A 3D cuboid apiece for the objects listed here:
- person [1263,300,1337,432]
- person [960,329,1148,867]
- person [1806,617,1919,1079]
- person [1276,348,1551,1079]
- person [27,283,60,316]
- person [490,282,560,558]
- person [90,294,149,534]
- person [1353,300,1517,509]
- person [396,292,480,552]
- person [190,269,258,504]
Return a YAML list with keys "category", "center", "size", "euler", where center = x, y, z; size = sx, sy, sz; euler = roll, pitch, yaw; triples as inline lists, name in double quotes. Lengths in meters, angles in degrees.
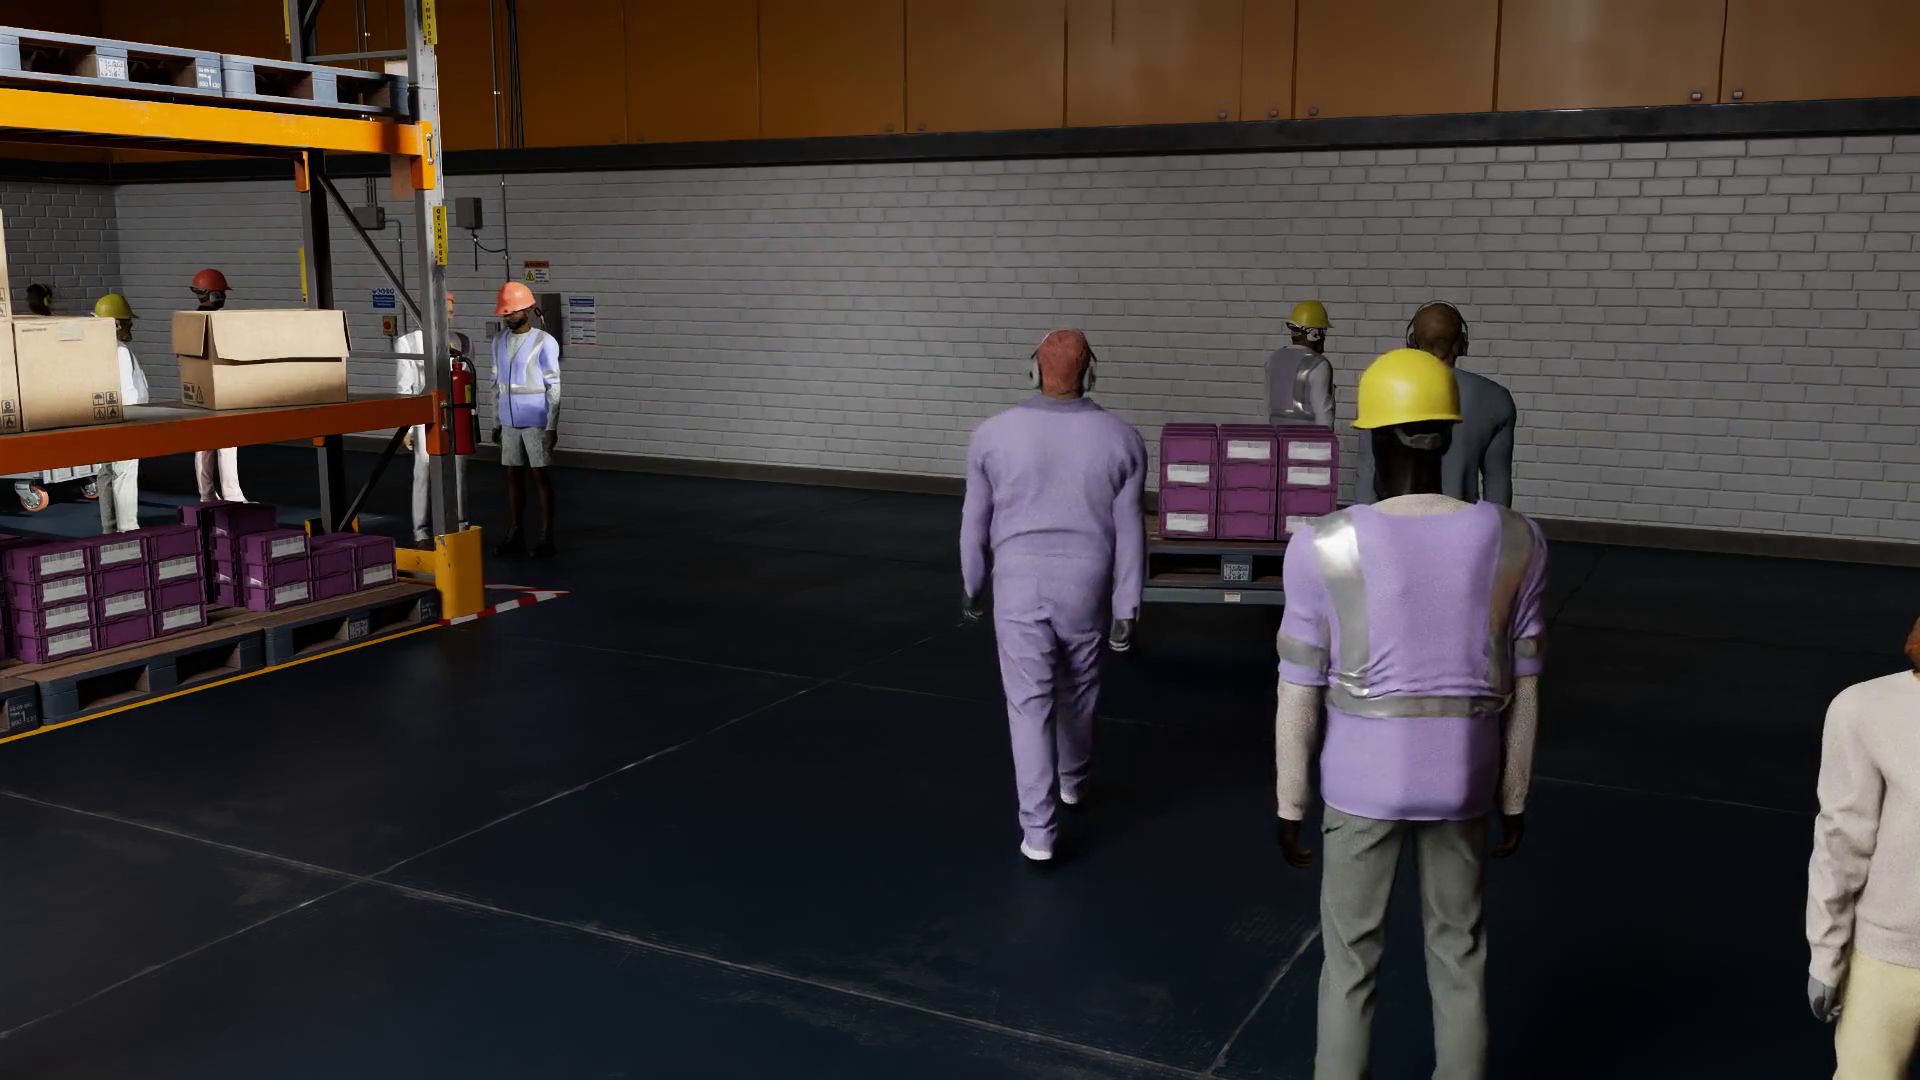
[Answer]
- category: "person"
  center: [2.175, -0.603, 10.569]
  size: [0.404, 1.830, 0.601]
  euler: [-5, 11, -26]
- category: "person"
  center: [0.331, 0.176, 6.007]
  size: [0.652, 1.854, 0.991]
  euler: [0, 10, 1]
- category: "person"
  center: [1.834, 0.796, 3.077]
  size: [0.496, 1.626, 0.284]
  euler: [3, 10, 19]
- category: "person"
  center: [0.991, 0.537, 3.730]
  size: [0.589, 1.918, 0.393]
  euler: [0, 10, 0]
- category: "person"
  center: [-8.783, -1.579, 16.208]
  size: [0.523, 1.843, 0.888]
  euler: [3, 10, 17]
- category: "person"
  center: [-3.052, -0.830, 11.609]
  size: [0.543, 1.928, 0.382]
  euler: [4, 11, 23]
- category: "person"
  center: [-6.064, -0.851, 12.005]
  size: [0.597, 1.831, 0.403]
  euler: [9, 13, 41]
- category: "person"
  center: [1.887, 0.013, 6.699]
  size: [0.635, 1.937, 0.360]
  euler: [0, 10, 1]
- category: "person"
  center: [-3.658, -0.819, 11.700]
  size: [0.587, 1.875, 0.352]
  euler: [-8, 13, -39]
- category: "person"
  center: [-6.069, -1.205, 13.584]
  size: [0.612, 1.995, 0.382]
  euler: [5, 11, 27]
